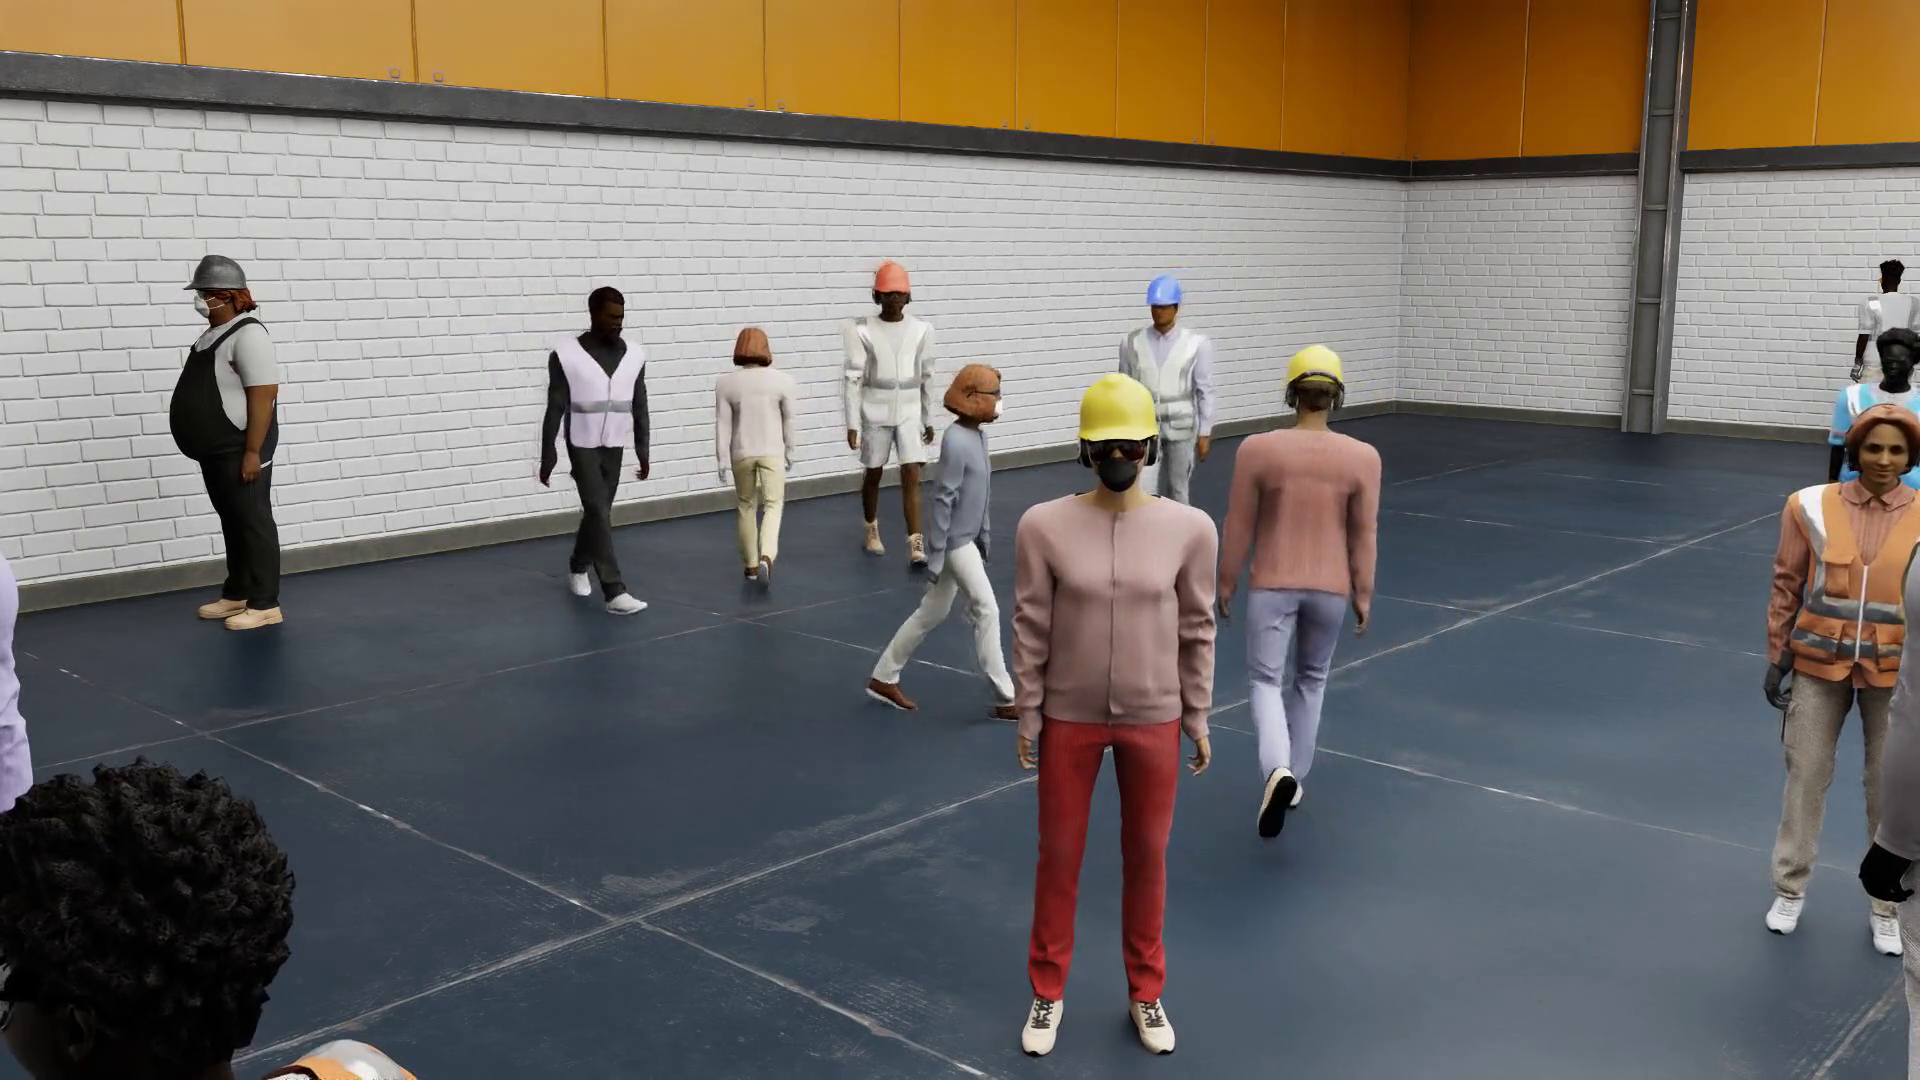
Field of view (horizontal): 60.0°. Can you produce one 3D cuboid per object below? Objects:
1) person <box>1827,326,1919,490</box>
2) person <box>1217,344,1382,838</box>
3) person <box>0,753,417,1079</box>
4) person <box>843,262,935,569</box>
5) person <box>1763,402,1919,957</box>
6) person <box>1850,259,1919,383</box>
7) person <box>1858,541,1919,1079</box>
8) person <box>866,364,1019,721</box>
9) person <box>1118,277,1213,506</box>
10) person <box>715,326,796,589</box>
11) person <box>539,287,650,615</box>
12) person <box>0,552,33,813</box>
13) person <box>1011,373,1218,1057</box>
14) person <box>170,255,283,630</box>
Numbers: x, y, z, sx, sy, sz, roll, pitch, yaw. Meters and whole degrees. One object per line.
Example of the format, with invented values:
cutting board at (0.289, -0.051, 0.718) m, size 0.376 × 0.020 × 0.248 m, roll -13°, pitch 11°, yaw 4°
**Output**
person at (4.644, -0.228, 8.362) m, size 0.551 × 1.685 × 0.393 m, roll 8°, pitch 13°, yaw 37°
person at (1.203, 0.185, 5.887) m, size 0.571 × 1.726 × 0.744 m, roll 1°, pitch 10°, yaw 5°
person at (-0.598, 1.003, 1.376) m, size 0.321 × 1.689 × 0.530 m, roll 3°, pitch 10°, yaw 17°
person at (-0.459, -0.824, 10.947) m, size 0.645 × 1.983 × 1.072 m, roll -3°, pitch 10°, yaw -16°
person at (2.674, 0.406, 4.941) m, size 0.517 × 1.632 × 0.311 m, roll 6°, pitch 12°, yaw 32°
person at (9.052, -1.755, 16.289) m, size 0.610 × 1.964 × 0.364 m, roll 0°, pitch 10°, yaw 1°
person at (2.119, 0.574, 3.380) m, size 0.626 × 1.844 × 0.429 m, roll -2°, pitch 10°, yaw -13°
person at (-0.039, 0.010, 7.332) m, size 0.848 × 1.584 × 0.518 m, roll 2°, pitch 10°, yaw 9°
person at (1.289, -0.711, 10.542) m, size 0.630 × 1.894 × 1.027 m, roll 3°, pitch 10°, yaw 15°
person at (-1.258, -0.509, 10.214) m, size 0.486 × 1.602 × 0.715 m, roll 0°, pitch 10°, yaw -1°
person at (-2.130, -0.528, 9.635) m, size 0.645 × 1.867 × 1.013 m, roll -9°, pitch 13°, yaw -42°
person at (-1.830, 0.641, 2.722) m, size 0.370 × 1.940 × 0.630 m, roll 9°, pitch 13°, yaw 42°
person at (0.393, 0.457, 4.259) m, size 0.526 × 1.769 × 0.328 m, roll 0°, pitch 10°, yaw 2°
person at (-4.026, -0.533, 9.117) m, size 0.535 × 2.000 × 0.674 m, roll -9°, pitch 13°, yaw -41°
